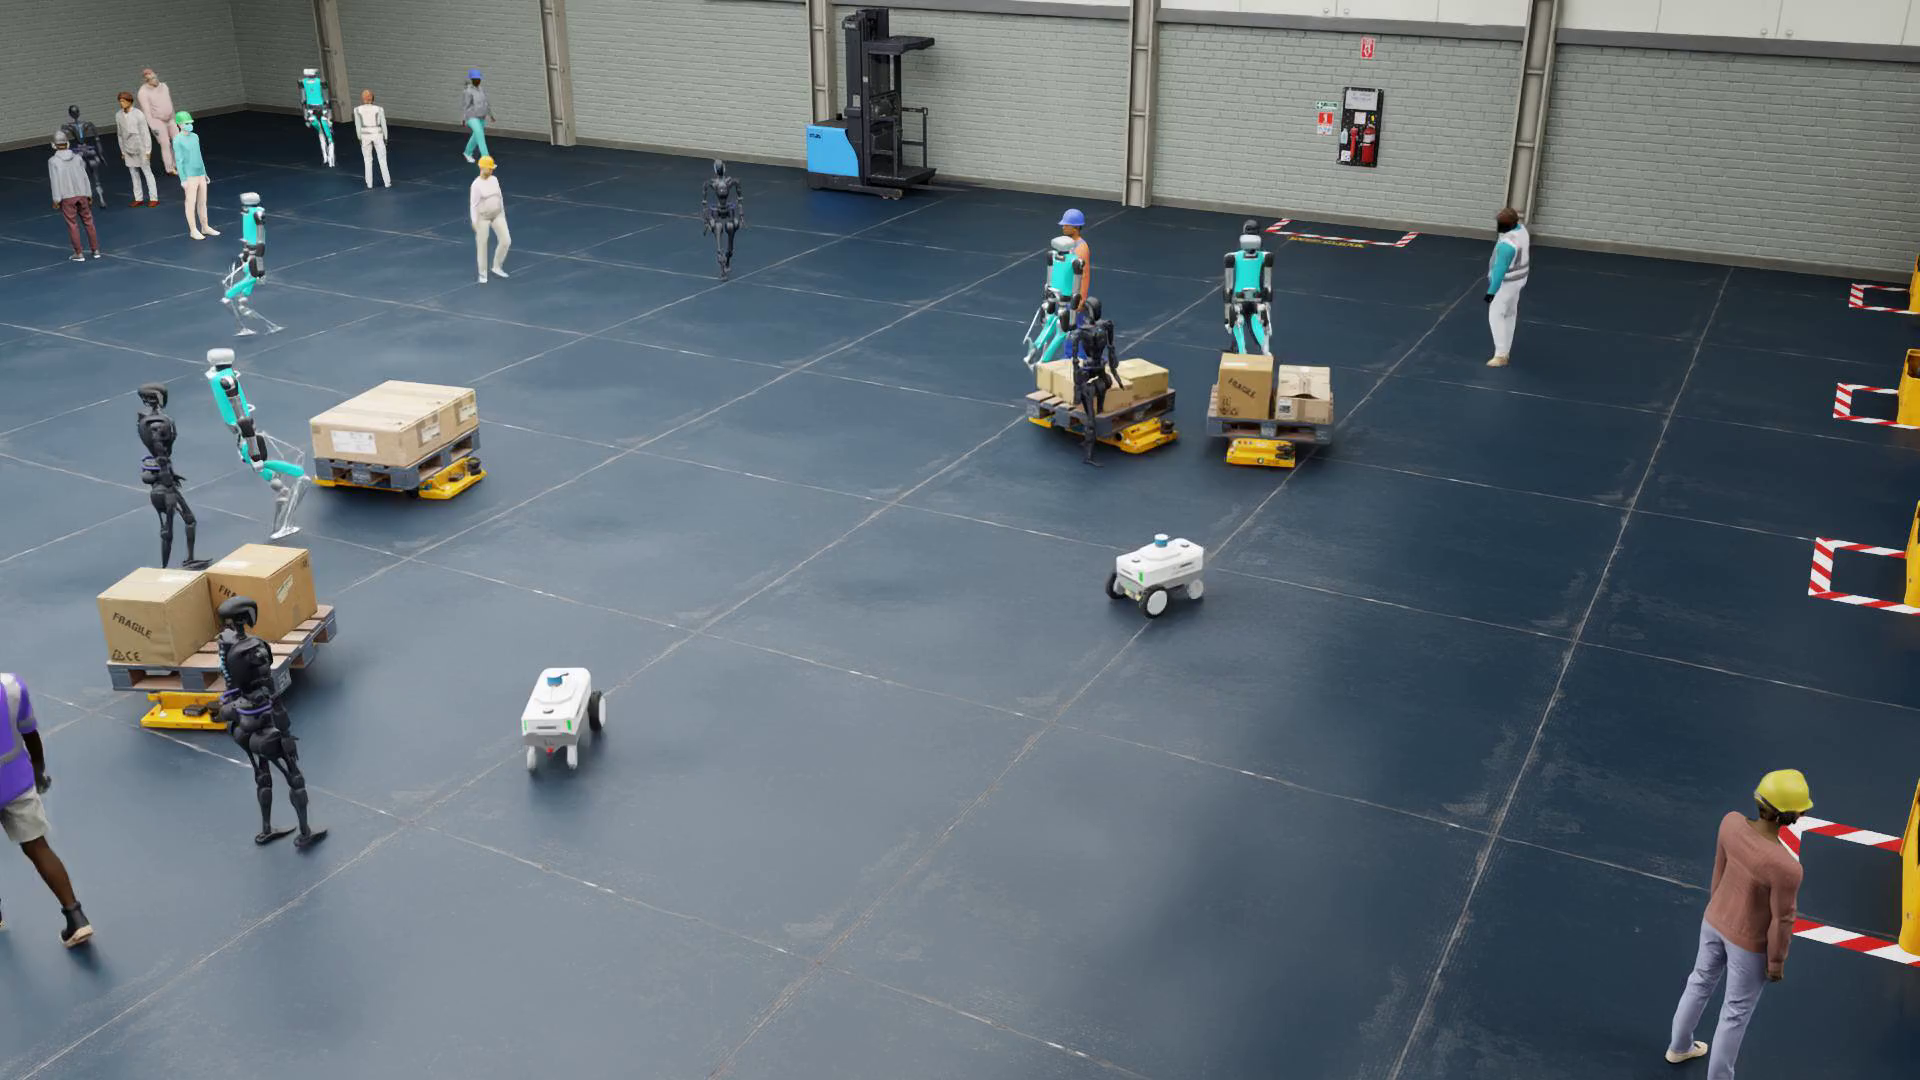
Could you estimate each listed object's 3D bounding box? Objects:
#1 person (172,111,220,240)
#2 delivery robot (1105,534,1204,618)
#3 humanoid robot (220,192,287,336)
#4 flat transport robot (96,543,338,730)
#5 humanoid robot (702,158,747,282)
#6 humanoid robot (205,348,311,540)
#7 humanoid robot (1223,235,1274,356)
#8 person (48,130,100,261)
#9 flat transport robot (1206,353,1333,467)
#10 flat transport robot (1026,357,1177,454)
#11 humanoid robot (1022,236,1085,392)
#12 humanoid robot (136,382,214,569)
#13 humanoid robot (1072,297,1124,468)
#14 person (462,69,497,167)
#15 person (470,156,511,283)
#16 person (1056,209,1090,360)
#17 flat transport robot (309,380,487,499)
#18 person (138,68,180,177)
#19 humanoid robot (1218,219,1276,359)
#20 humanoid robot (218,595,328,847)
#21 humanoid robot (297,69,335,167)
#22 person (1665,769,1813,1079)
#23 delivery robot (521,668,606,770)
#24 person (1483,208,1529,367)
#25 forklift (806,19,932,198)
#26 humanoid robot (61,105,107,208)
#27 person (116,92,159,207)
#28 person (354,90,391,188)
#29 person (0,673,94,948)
[{"bbox_3d":[-11.429,-5.440,24.792,0.344,1.873,0.526,8,24,17],"label":"person"},{"bbox_3d":[1.571,0.261,13.214,0.811,0.611,0.499,-16,28,-32],"label":"delivery robot"},{"bbox_3d":[-8.548,-3.207,19.796,0.911,1.768,0.544,-19,29,-37],"label":"humanoid robot"},{"bbox_3d":[-5.233,0.943,11.968,0.659,0.231,1.431,1,23,3],"label":"flat transport robot"},{"bbox_3d":[-3.224,-4.391,22.681,0.598,1.649,0.772,-6,24,-14],"label":"humanoid robot"},{"bbox_3d":[-5.895,-0.770,14.183,0.764,1.855,0.547,-16,28,-33],"label":"humanoid robot"},{"bbox_3d":[3.110,-2.322,17.749,0.530,1.738,1.027,-1,23,-3],"label":"humanoid robot"},{"bbox_3d":[-12.583,-4.878,23.562,0.369,1.809,0.546,18,29,35],"label":"person"},{"bbox_3d":[3.086,-1.061,16.632,0.659,0.231,1.431,5,24,11],"label":"flat transport robot"},{"bbox_3d":[1.446,-1.199,16.955,1.431,0.231,0.659,21,31,40],"label":"flat transport robot"},{"bbox_3d":[0.908,-2.265,17.664,0.740,1.853,0.533,-17,29,-34],"label":"humanoid robot"},{"bbox_3d":[-6.451,-0.493,13.524,0.429,1.645,0.599,-9,25,-20],"label":"humanoid robot"},{"bbox_3d":[1.306,-1.556,16.042,0.619,1.638,0.601,-17,29,-35],"label":"humanoid robot"},{"bbox_3d":[-8.809,-7.668,30.164,0.882,1.736,0.551,11,25,23],"label":"person"},{"bbox_3d":[-6.360,-4.327,22.442,0.417,1.679,0.582,20,31,39],"label":"person"},{"bbox_3d":[1.240,-2.708,18.390,0.353,1.909,0.530,-9,25,-21],"label":"person"},{"bbox_3d":[-5.262,-0.642,15.657,1.431,0.231,0.659,7,24,15],"label":"flat transport robot"},{"bbox_3d":[-13.964,-7.306,29.141,0.402,1.883,0.664,8,25,19],"label":"person"},{"bbox_3d":[3.346,-2.858,19.117,0.781,1.644,0.609,16,28,32],"label":"humanoid robot"},{"bbox_3d":[-4.166,1.063,9.899,0.596,1.655,0.364,17,28,34],"label":"humanoid robot"},{"bbox_3d":[-11.568,-7.653,30.167,0.538,1.808,0.760,0,23,-1],"label":"humanoid robot"},{"bbox_3d":[3.755,1.865,7.937,0.347,1.758,0.519,-6,24,-15],"label":"person"},{"bbox_3d":[-2.684,1.152,11.129,0.499,0.602,0.801,-1,23,-1],"label":"delivery robot"},{"bbox_3d":[6.221,-2.898,18.974,0.433,1.807,0.711,16,28,33],"label":"person"},{"bbox_3d":[-1.573,-7.292,27.850,1.873,2.768,1.129,12,26,25],"label":"forklift"},{"bbox_3d":[-14.058,-6.149,26.711,0.611,1.640,0.596,-18,29,-36],"label":"humanoid robot"},{"bbox_3d":[-13.314,-6.300,26.851,0.517,1.829,0.363,2,23,4],"label":"person"},{"bbox_3d":[-10.004,-6.823,28.323,0.509,1.630,0.314,-5,24,-11],"label":"person"},{"bbox_3d":[-5.183,1.336,8.956,0.955,1.929,0.612,15,27,30],"label":"person"}]
